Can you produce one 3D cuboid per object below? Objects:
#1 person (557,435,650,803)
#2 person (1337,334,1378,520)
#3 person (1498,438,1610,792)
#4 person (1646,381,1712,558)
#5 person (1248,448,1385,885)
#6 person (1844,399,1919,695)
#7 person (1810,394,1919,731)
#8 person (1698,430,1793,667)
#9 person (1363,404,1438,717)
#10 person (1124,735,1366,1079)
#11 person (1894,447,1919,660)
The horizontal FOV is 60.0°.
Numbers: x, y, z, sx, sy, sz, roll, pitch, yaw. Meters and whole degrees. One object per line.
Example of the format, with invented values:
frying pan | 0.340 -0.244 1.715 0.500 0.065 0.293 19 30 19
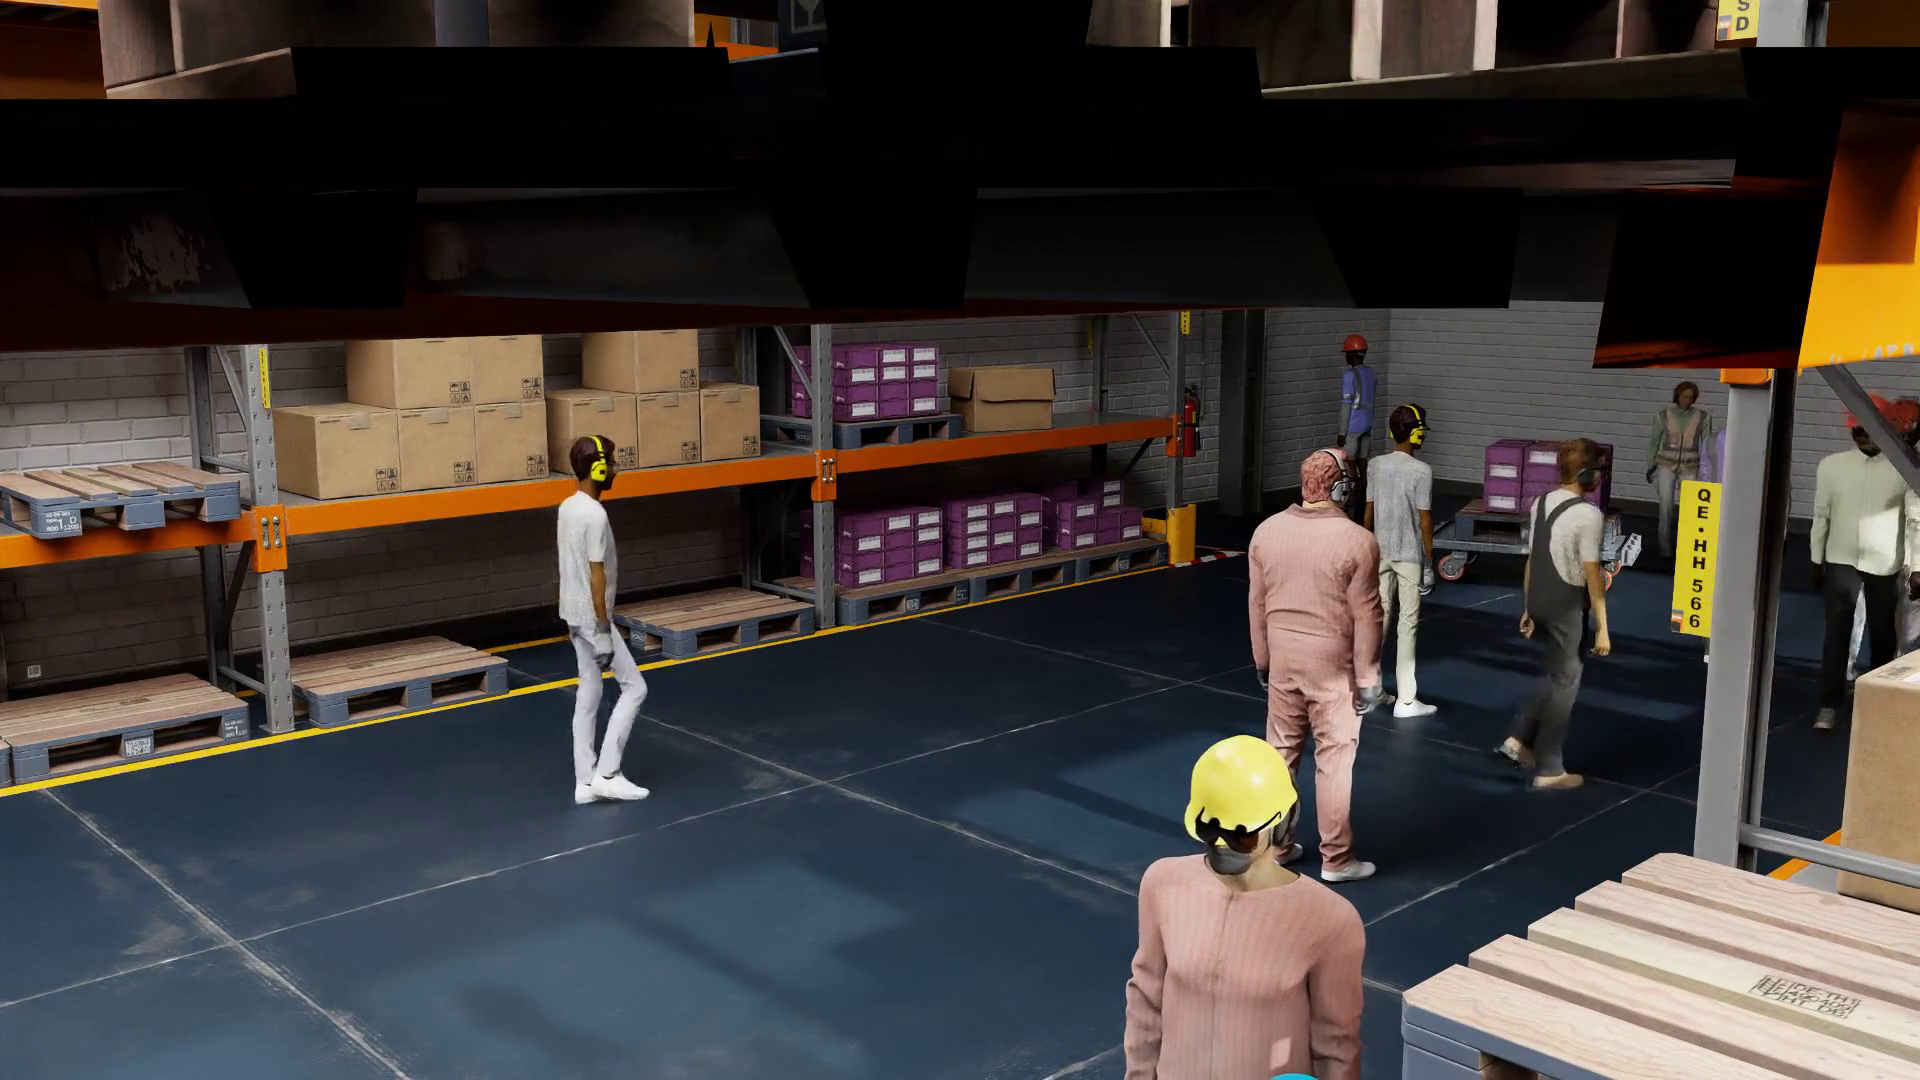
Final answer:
person | -1.762 0.401 8.321 0.473 1.854 0.570 -6 12 -33
person | 4.105 -1.173 17.340 0.382 1.931 0.540 9 13 43
person | 3.087 0.392 8.469 0.404 1.827 0.520 -2 10 -13
person | 6.581 -0.661 15.241 0.543 1.620 0.507 3 10 18
person | 1.580 0.547 7.327 0.399 1.909 0.642 -10 14 -44
person | 5.822 0.056 10.346 0.765 1.854 0.575 -3 10 -17
person | 5.350 0.105 9.810 0.629 1.939 1.015 7 12 34
person | 5.186 -0.094 11.016 0.587 1.929 0.361 9 13 44
person | 2.636 0.121 9.931 0.326 1.871 0.520 -7 12 -35
person | 0.587 1.263 3.575 0.523 1.760 0.327 5 11 29
person | 5.929 0.149 10.553 0.776 1.596 0.483 -9 13 -41
